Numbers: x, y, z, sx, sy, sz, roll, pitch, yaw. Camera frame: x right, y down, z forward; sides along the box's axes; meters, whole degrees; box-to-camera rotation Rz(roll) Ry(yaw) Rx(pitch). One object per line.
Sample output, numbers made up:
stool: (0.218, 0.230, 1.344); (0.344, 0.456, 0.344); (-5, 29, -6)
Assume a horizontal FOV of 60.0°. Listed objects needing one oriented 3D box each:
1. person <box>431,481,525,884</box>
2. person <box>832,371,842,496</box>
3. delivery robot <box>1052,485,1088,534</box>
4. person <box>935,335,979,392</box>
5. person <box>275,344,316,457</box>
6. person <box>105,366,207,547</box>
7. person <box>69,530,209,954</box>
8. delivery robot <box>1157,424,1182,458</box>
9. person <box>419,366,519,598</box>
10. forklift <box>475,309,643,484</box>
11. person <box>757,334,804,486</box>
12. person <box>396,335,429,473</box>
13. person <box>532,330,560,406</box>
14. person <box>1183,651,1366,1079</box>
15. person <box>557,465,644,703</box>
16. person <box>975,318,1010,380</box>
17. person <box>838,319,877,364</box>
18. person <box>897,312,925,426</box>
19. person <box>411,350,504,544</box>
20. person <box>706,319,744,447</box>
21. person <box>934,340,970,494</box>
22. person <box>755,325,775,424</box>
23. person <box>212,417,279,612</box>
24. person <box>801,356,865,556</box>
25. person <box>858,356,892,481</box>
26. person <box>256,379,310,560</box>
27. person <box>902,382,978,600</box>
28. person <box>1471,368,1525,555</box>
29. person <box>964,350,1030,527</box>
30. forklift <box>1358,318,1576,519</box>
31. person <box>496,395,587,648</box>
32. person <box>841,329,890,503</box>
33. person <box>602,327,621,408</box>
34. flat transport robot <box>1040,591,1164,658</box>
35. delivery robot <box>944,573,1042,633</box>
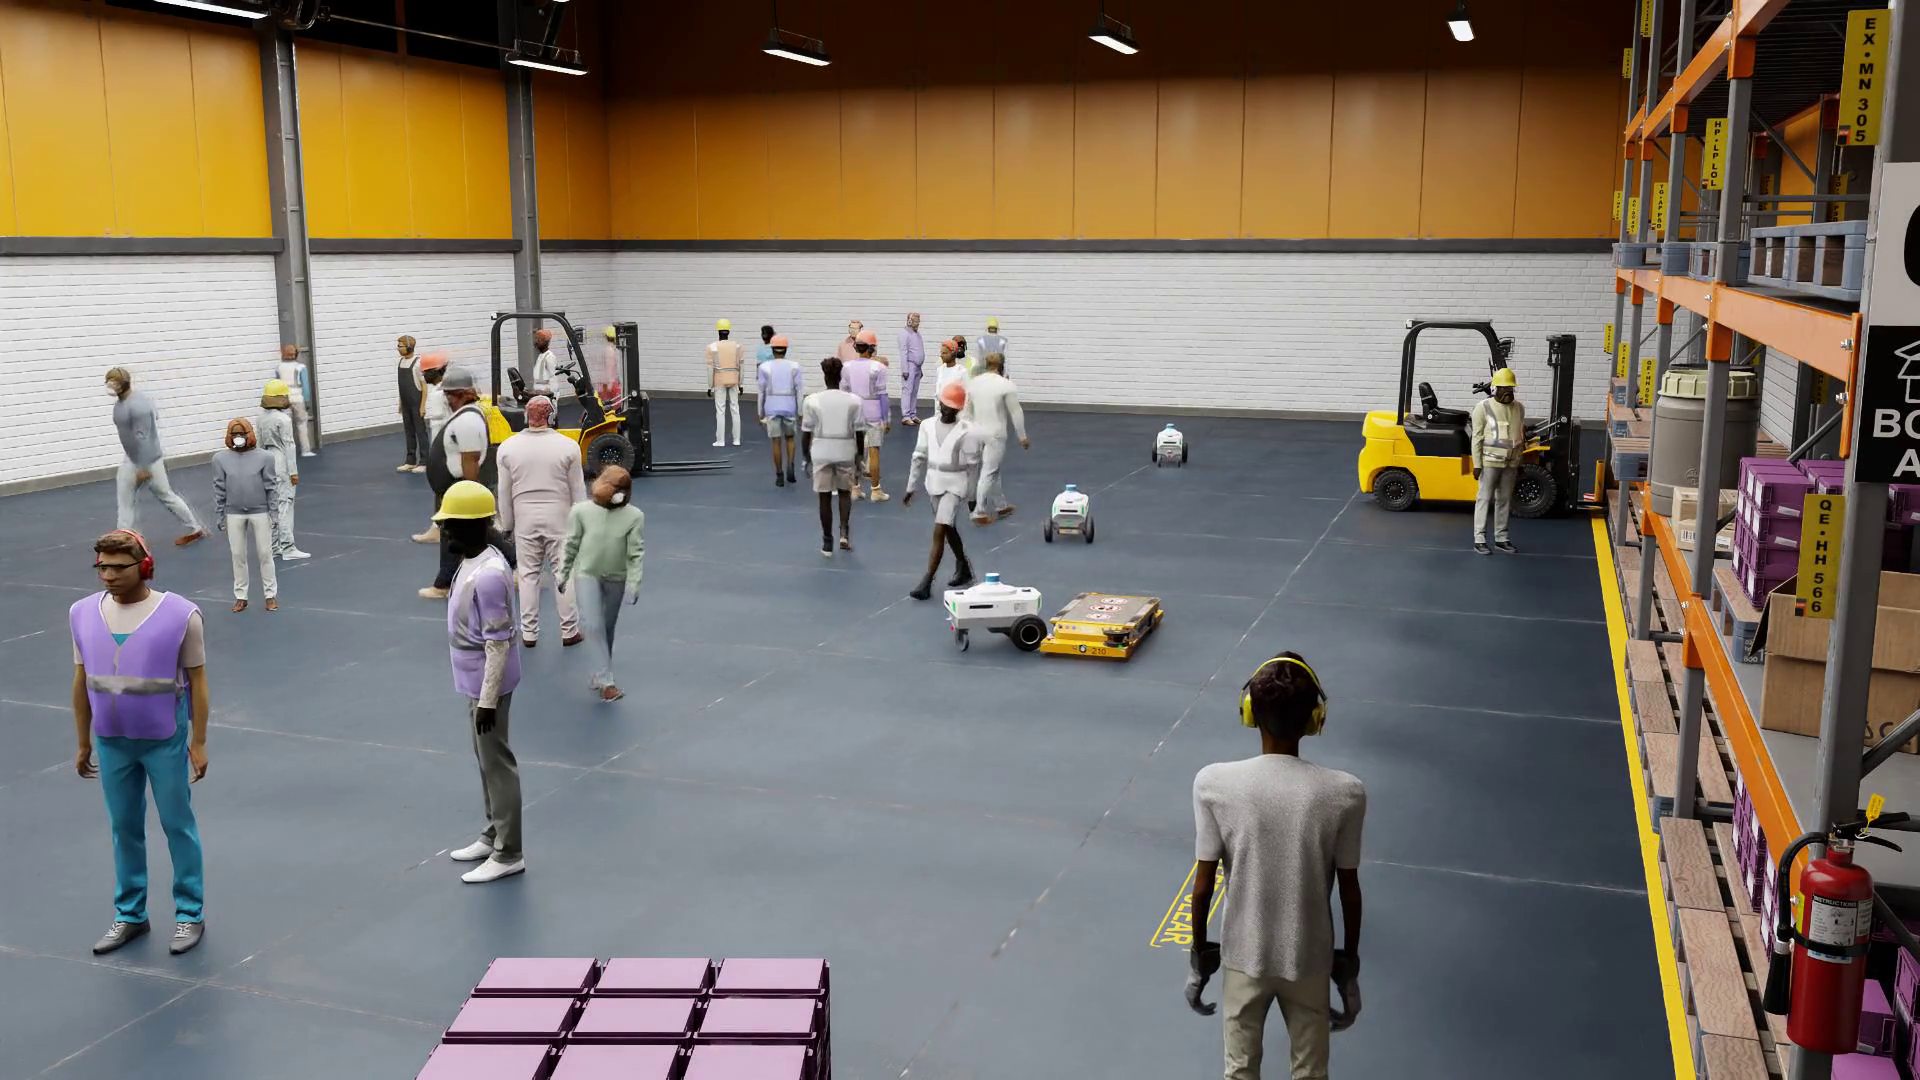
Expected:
person: (-2.292, 0.671, 7.958); (0.369, 1.928, 0.586); (-4, 11, -23)
person: (-1.469, -1.333, 20.092); (0.382, 1.627, 0.528); (-5, 11, -26)
delivery robot: (1.142, -0.325, 17.167); (0.477, 0.478, 0.707); (1, 10, 7)
person: (-0.022, -1.804, 22.141); (0.621, 1.845, 0.429); (-3, 10, -15)
person: (-9.517, -1.975, 23.734); (0.524, 1.648, 0.403); (2, 10, 13)
person: (-7.999, -0.791, 16.396); (0.626, 1.879, 1.023); (8, 13, 37)
person: (-3.507, 0.857, 7.148); (0.570, 1.842, 0.380); (0, 10, 1)
delivery robot: (2.902, -1.358, 22.987); (0.477, 0.478, 0.707); (1, 10, 7)
person: (-4.207, -0.519, 14.343); (0.899, 2.000, 0.687); (-2, 10, -8)
forklift: (-5.354, -1.902, 21.697); (2.313, 2.155, 1.214); (-2, 10, -13)
person: (-2.274, -1.642, 21.023); (0.568, 1.912, 0.562); (-2, 10, -13)
person: (-7.296, -1.806, 22.150); (0.506, 1.842, 0.351); (7, 12, 33)
person: (-5.654, -1.930, 22.739); (0.364, 1.883, 0.609); (-5, 11, -25)
person: (0.917, 1.247, 4.878); (0.520, 1.873, 0.335); (2, 10, 13)
person: (-2.374, 0.288, 11.072); (0.560, 1.576, 0.838); (-4, 11, -22)
person: (0.557, -2.915, 28.569); (0.598, 1.779, 0.960); (1, 10, 4)
person: (-1.588, -2.387, 25.229); (0.639, 1.914, 0.407); (3, 11, 18)
person: (-0.795, -2.878, 28.023); (0.409, 1.904, 0.639); (4, 11, 22)
person: (-5.058, -0.922, 16.773); (0.994, 1.998, 0.606); (0, 10, -1)
person: (-3.528, -2.354, 24.995); (0.587, 1.927, 0.363); (-5, 11, -26)
person: (-0.110, -1.481, 20.200); (0.340, 1.882, 0.585); (-9, 13, -40)
person: (-3.233, -2.827, 28.322); (0.545, 1.684, 0.546); (10, 14, 44)
person: (-5.897, -0.208, 13.764); (0.501, 1.626, 0.282); (-2, 10, -12)
person: (-1.249, -0.820, 16.283); (0.626, 1.949, 0.425); (-2, 10, -12)
person: (-1.124, -1.574, 21.503); (0.343, 1.601, 0.630); (8, 13, 37)
person: (-6.572, -0.681, 16.094); (0.493, 1.743, 0.311); (6, 12, 32)
person: (-0.118, -0.449, 14.455); (0.569, 1.866, 1.035); (7, 12, 33)
person: (5.306, -0.773, 16.360); (0.600, 1.832, 0.404); (-4, 11, -20)
person: (0.422, -1.117, 18.120); (0.635, 1.892, 0.970); (9, 14, 43)
forklift: (5.787, -1.437, 19.079); (2.313, 2.155, 1.214); (3, 11, 19)
person: (-3.143, -0.139, 12.580); (0.646, 1.907, 0.401); (-1, 10, -4)
person: (-1.103, -1.459, 19.624); (0.608, 2.046, 0.368); (5, 11, 24)
person: (-5.403, -2.494, 26.318); (0.849, 1.728, 0.543); (-2, 10, -13)
flat transport robot: (1.117, 0.635, 12.827); (0.652, 0.197, 1.431); (3, 11, 17)
delivery robot: (0.245, 0.494, 12.559); (0.707, 0.478, 0.477); (-2, 10, -11)
